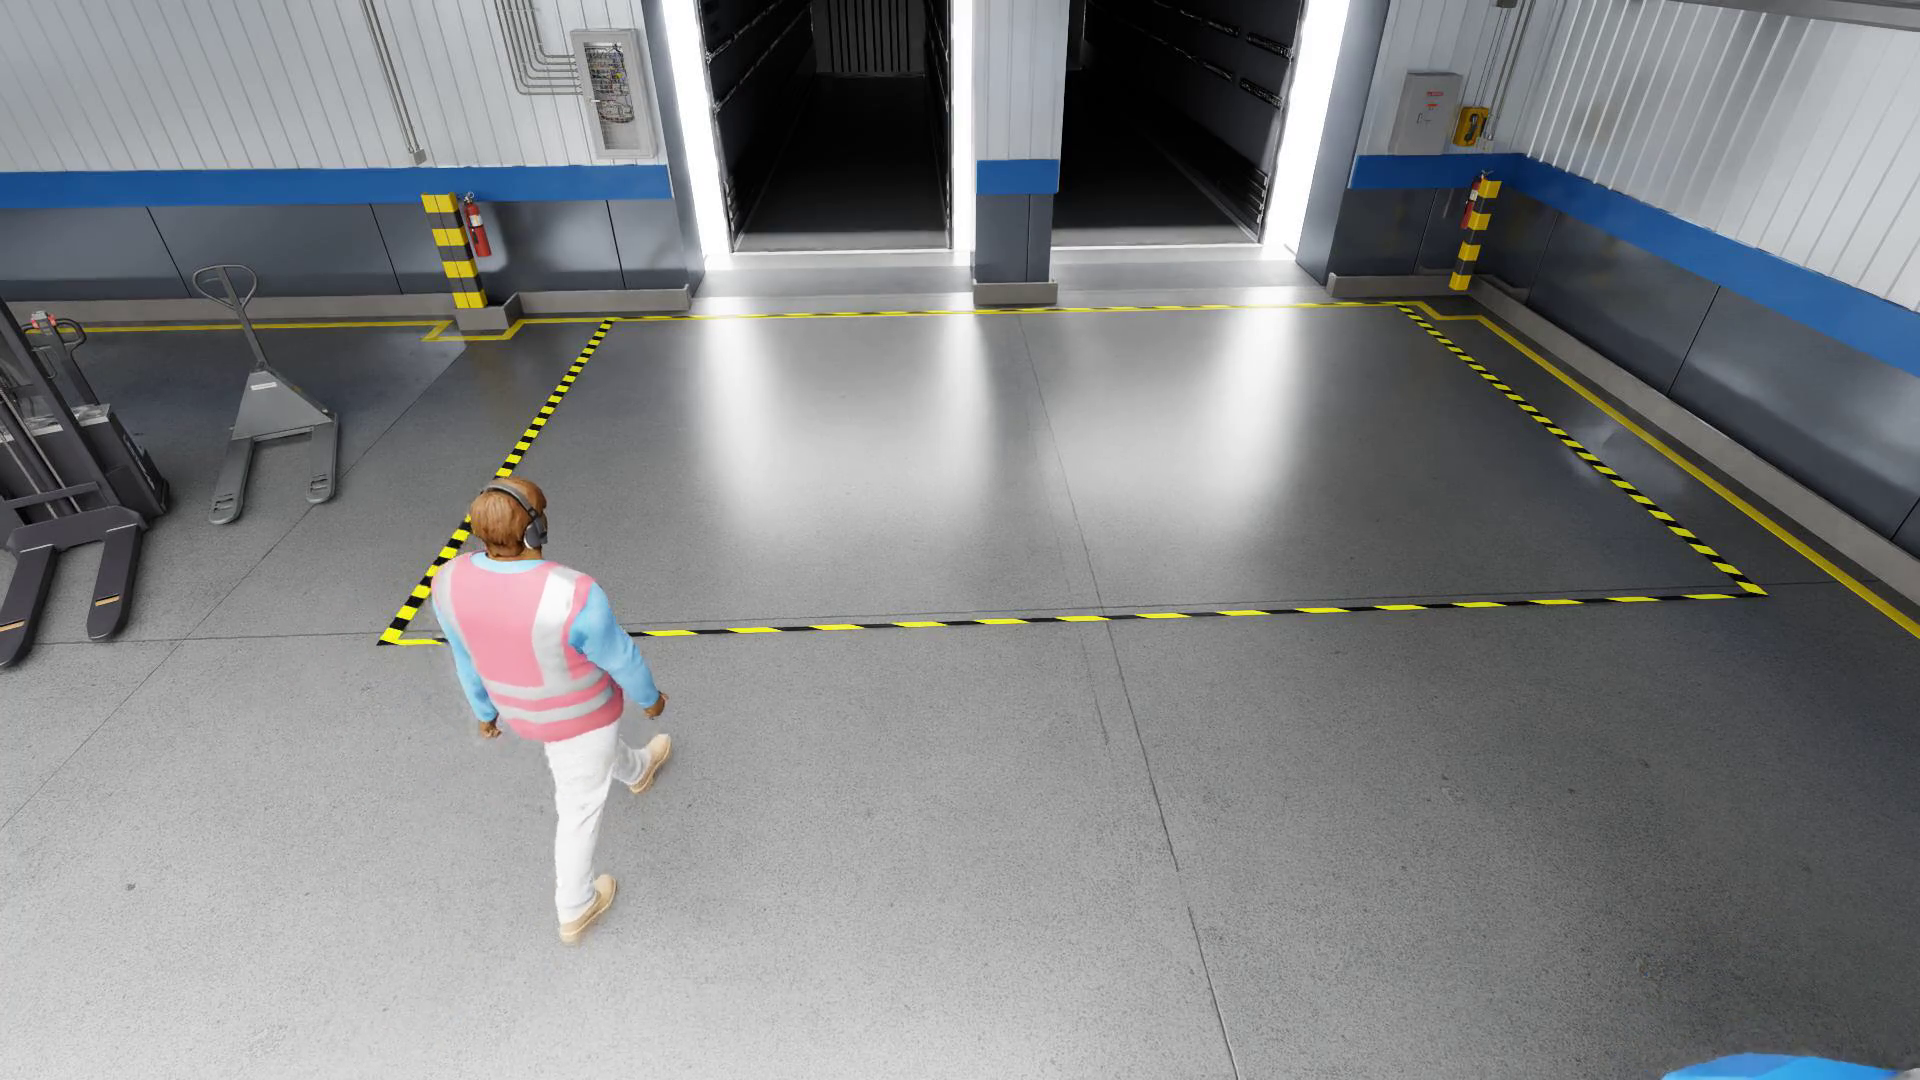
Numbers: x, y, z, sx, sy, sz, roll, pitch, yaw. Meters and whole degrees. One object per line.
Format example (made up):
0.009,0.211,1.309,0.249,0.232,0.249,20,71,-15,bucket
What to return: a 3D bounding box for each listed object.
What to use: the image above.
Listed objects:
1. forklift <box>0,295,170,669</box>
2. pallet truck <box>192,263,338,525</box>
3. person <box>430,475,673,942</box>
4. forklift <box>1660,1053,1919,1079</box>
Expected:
-5.212,-0.618,4.878,0.823,1.965,1.885,-20,39,-26,forklift
-4.778,-1.027,6.128,0.680,1.201,1.601,-17,38,-23,pallet truck
-1.425,0.544,3.391,0.650,1.785,0.994,9,36,13,person
2.850,1.551,1.450,2.680,2.036,1.157,10,36,14,forklift
